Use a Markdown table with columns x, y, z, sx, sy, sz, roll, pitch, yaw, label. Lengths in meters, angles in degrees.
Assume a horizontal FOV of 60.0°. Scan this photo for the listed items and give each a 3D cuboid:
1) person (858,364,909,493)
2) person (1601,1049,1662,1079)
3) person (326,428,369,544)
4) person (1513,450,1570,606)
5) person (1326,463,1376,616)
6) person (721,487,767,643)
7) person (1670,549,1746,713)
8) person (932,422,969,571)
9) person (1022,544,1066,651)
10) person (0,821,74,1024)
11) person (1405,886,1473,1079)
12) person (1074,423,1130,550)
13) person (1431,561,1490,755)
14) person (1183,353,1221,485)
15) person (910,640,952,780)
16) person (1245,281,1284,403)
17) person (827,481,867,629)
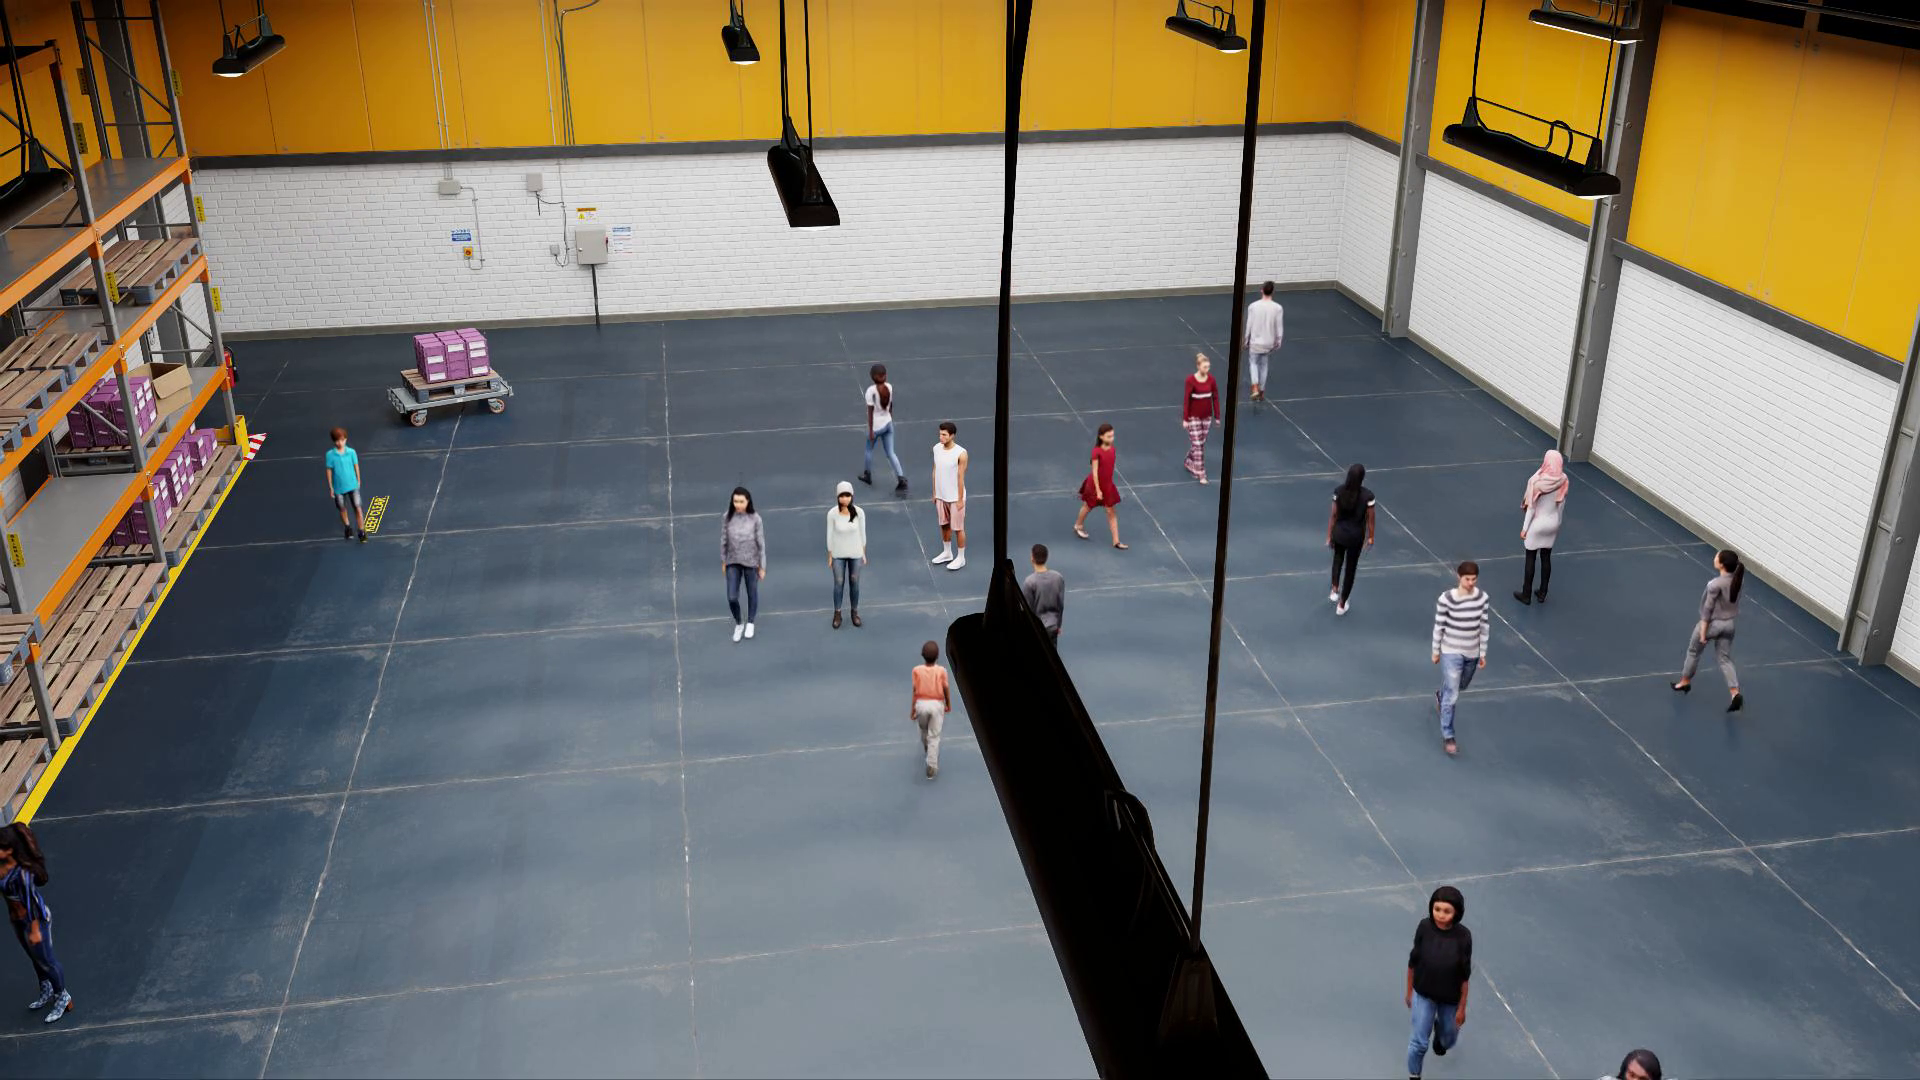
| x | y | z | sx | sy | sz | roll | pitch | yaw | label |
| --- | --- | --- | --- | --- | --- | --- | --- | --- | --- |
| -0.961 | -1.401 | 21.377 | 1.001 | 1.681 | 1.215 | -19 | 30 | -37 | person |
| 3.914 | 3.660 | 9.822 | 1.182 | 1.664 | 1.177 | 19 | 30 | 37 | person |
| -7.435 | -0.684 | 20.057 | 0.648 | 1.425 | 0.881 | -9 | 25 | -21 | person |
| 6.429 | -0.149 | 18.360 | 0.616 | 1.804 | 0.575 | -4 | 24 | -10 | person |
| 4.216 | 0.007 | 18.112 | 0.815 | 1.717 | 0.882 | 12 | 26 | 26 | person |
| -2.274 | 0.208 | 17.646 | 0.706 | 1.721 | 0.699 | 1 | 24 | 2 | person |
| 7.413 | 0.903 | 16.148 | 0.724 | 1.648 | 1.090 | -8 | 25 | -17 | person |
| -0.093 | -0.530 | 19.257 | 0.702 | 1.784 | 0.778 | 19 | 30 | 36 | person |
| 0.783 | 0.862 | 16.102 | 0.677 | 1.761 | 0.625 | -12 | 26 | -25 | person |
| -6.705 | 2.741 | 11.986 | 0.674 | 1.614 | 0.752 | 19 | 30 | 37 | person |
| 3.234 | 3.043 | 11.214 | 0.865 | 1.680 | 1.042 | 9 | 25 | 19 | person |
| 1.625 | -0.657 | 19.913 | 0.845 | 1.491 | 1.161 | -16 | 28 | -32 | person |
| 4.676 | 1.016 | 15.677 | 0.678 | 1.819 | 1.147 | -3 | 24 | -7 | person |
| 3.135 | -1.639 | 21.932 | 0.773 | 1.673 | 0.966 | -10 | 25 | -21 | person |
| -0.276 | 1.556 | 15.115 | 0.690 | 1.279 | 0.959 | 3 | 24 | 8 | person |
| 4.483 | -2.918 | 24.669 | 0.795 | 1.825 | 0.779 | 5 | 24 | 11 | person |
| -1.219 | 0.145 | 17.888 | 0.560 | 1.644 | 0.484 | -3 | 24 | -8 | person |
